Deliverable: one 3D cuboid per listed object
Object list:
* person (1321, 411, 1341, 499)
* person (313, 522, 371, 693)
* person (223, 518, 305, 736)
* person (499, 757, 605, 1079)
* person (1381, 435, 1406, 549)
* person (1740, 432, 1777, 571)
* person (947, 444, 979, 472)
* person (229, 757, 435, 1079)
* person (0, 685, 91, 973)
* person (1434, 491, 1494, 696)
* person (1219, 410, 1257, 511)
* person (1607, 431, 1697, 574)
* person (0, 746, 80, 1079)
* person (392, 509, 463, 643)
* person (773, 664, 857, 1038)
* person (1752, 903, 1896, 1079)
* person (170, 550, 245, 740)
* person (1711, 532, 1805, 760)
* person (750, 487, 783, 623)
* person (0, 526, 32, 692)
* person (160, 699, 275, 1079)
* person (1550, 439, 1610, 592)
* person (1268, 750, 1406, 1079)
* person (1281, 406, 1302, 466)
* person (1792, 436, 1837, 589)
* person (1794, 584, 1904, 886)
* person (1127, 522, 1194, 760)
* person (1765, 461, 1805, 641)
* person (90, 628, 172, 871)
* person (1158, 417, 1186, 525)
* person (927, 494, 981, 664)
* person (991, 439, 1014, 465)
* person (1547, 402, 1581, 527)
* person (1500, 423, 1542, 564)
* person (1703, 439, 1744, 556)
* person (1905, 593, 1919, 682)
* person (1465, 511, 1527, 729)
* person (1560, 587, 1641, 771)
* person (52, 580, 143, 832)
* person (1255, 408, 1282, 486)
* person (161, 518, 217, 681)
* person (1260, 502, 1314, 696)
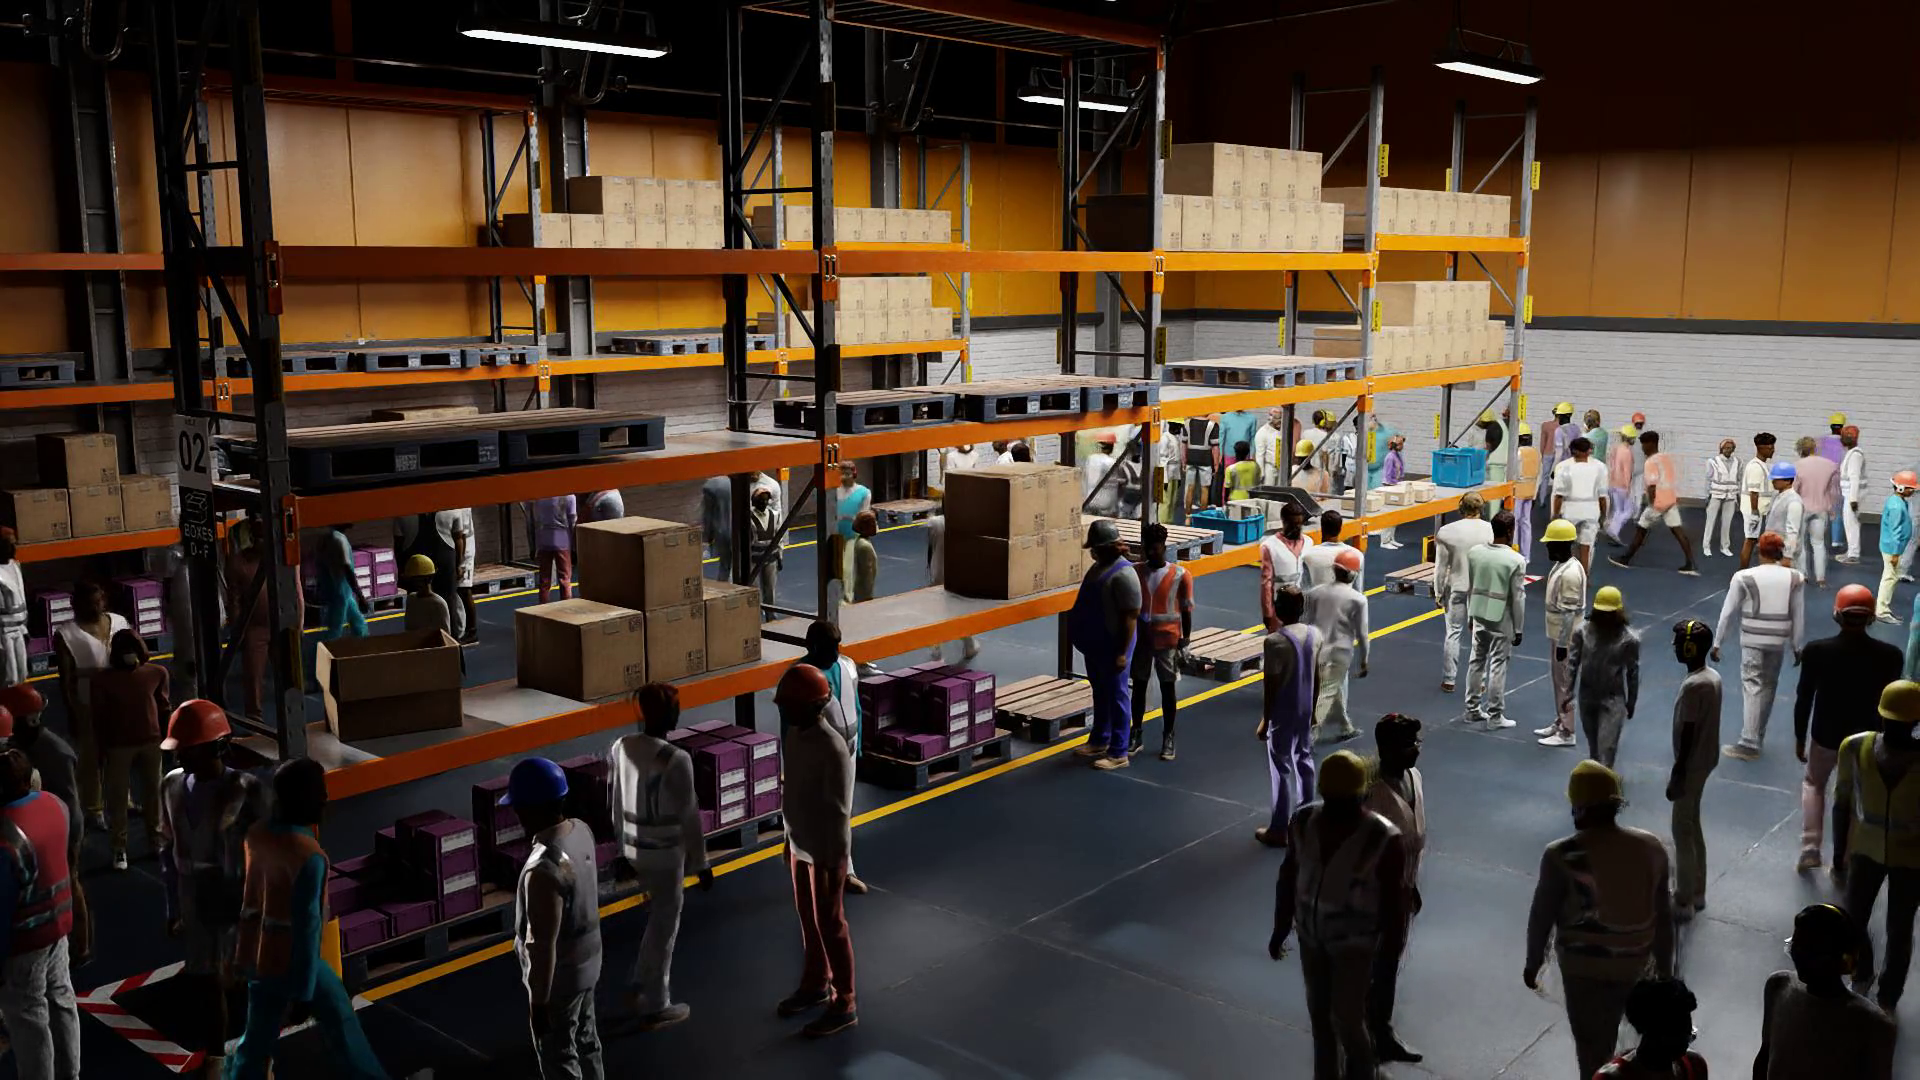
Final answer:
[{"bbox_3d":[5.728,-1.136,25.954,0.294,1.744,0.486,-5,11,-29],"label":"person"},{"bbox_3d":[-5.764,0.535,15.788,0.898,1.808,0.534,-4,10,-23],"label":"person"},{"bbox_3d":[-5.916,0.753,14.235,0.636,1.899,0.400,-8,12,-40],"label":"person"},{"bbox_3d":[-1.777,1.891,7.312,0.415,1.939,0.604,1,10,4],"label":"person"},{"bbox_3d":[6.136,-0.683,23.588,0.319,1.631,0.524,5,11,25],"label":"person"},{"bbox_3d":[9.919,-0.369,20.710,0.362,1.963,0.614,5,11,27],"label":"person"},{"bbox_3d":[0.061,-0.723,23.888,0.535,1.610,0.608,-3,10,-18],"label":"person"},{"bbox_3d":[-2.952,1.887,7.579,0.596,1.856,1.031,7,12,37],"label":"person"},{"bbox_3d":[-5.177,1.643,9.382,0.590,1.725,0.465,4,11,25],"label":"person"},{"bbox_3d":[4.787,0.497,15.668,0.634,1.931,0.359,3,10,16],"label":"person"},{"bbox_3d":[4.462,-1.396,26.756,0.625,1.992,0.389,1,10,4],"label":"person"},{"bbox_3d":[9.161,-0.487,21.794,0.617,1.856,1.174,-8,12,-38],"label":"person"},{"bbox_3d":[-4.394,1.859,7.780,0.430,1.845,0.624,0,10,0],"label":"person"},{"bbox_3d":[-5.412,0.222,16.960,0.681,2.000,0.535,-3,10,-18],"label":"person"},{"bbox_3d":[-0.784,1.620,8.793,0.411,1.986,0.617,-6,11,-30],"label":"person"},{"bbox_3d":[2.976,2.168,5.849,0.328,1.872,0.514,-5,11,-29],"label":"person"},{"bbox_3d":[-6.204,0.854,13.708,0.651,1.882,0.683,-2,10,-14],"label":"person"},{"bbox_3d":[6.585,0.845,13.812,0.661,1.845,0.825,0,10,3],"label":"person"},{"bbox_3d":[-2.166,0.233,18.112,0.516,1.632,0.314,-6,11,-34],"label":"person"},{"bbox_3d":[-8.017,0.801,14.003,0.380,1.880,0.588,-1,10,-8],"label":"person"},{"bbox_3d":[-3.519,1.744,7.868,0.610,2.042,0.396,3,10,17],"label":"person"},{"bbox_3d":[7.646,-0.307,20.513,0.712,1.905,0.554,6,11,31],"label":"person"},{"bbox_3d":[1.777,1.861,7.845,0.419,1.816,0.598,-9,13,-44],"label":"person"},{"bbox_3d":[5.136,-1.242,26.147,0.651,1.899,0.397,-6,11,-33],"label":"person"},{"bbox_3d":[10.608,-0.342,20.768,0.735,1.897,0.494,0,10,-2],"label":"person"},{"bbox_3d":[5.800,1.270,10.883,0.632,1.975,0.465,4,10,24],"label":"person"},{"bbox_3d":[1.591,0.820,13.607,0.614,1.963,0.362,3,10,20],"label":"person"},{"bbox_3d":[8.833,0.114,17.900,0.415,1.941,0.607,1,10,7],"label":"person"},{"bbox_3d":[-5.557,1.388,11.208,0.501,1.633,0.281,-8,12,-40],"label":"person"},{"bbox_3d":[3.088,-0.938,24.249,0.396,1.920,0.587,5,11,29],"label":"person"},{"bbox_3d":[-0.088,0.375,16.766,0.527,1.795,0.920,4,10,20],"label":"person"},{"bbox_3d":[0.574,-0.497,21.737,0.338,1.877,0.573,1,10,8],"label":"person"},{"bbox_3d":[9.225,-1.139,25.427,0.594,1.924,0.384,-8,12,-38],"label":"person"},{"bbox_3d":[7.511,-0.612,22.323,0.595,1.913,0.399,-5,11,-26],"label":"person"},{"bbox_3d":[10.543,-0.587,22.983,0.517,1.639,0.313,0,10,1],"label":"person"},{"bbox_3d":[7.487,1.020,12.478,0.623,1.969,1.086,2,10,12],"label":"person"},{"bbox_3d":[4.656,0.699,14.521,0.392,1.911,0.584,-7,12,-35],"label":"person"},{"bbox_3d":[4.684,1.187,12.230,0.493,1.699,0.890,8,12,40],"label":"person"},{"bbox_3d":[-6.165,1.175,11.972,0.385,1.823,0.690,4,10,22],"label":"person"},{"bbox_3d":[4.702,-1.035,24.918,0.654,1.894,0.400,-7,12,-34],"label":"person"},{"bbox_3d":[-7.460,0.554,16.072,0.532,1.675,0.570,7,12,37],"label":"person"},{"bbox_3d":[2.962,0.597,15.125,0.597,1.909,0.405,-6,11,-32],"label":"person"}]
